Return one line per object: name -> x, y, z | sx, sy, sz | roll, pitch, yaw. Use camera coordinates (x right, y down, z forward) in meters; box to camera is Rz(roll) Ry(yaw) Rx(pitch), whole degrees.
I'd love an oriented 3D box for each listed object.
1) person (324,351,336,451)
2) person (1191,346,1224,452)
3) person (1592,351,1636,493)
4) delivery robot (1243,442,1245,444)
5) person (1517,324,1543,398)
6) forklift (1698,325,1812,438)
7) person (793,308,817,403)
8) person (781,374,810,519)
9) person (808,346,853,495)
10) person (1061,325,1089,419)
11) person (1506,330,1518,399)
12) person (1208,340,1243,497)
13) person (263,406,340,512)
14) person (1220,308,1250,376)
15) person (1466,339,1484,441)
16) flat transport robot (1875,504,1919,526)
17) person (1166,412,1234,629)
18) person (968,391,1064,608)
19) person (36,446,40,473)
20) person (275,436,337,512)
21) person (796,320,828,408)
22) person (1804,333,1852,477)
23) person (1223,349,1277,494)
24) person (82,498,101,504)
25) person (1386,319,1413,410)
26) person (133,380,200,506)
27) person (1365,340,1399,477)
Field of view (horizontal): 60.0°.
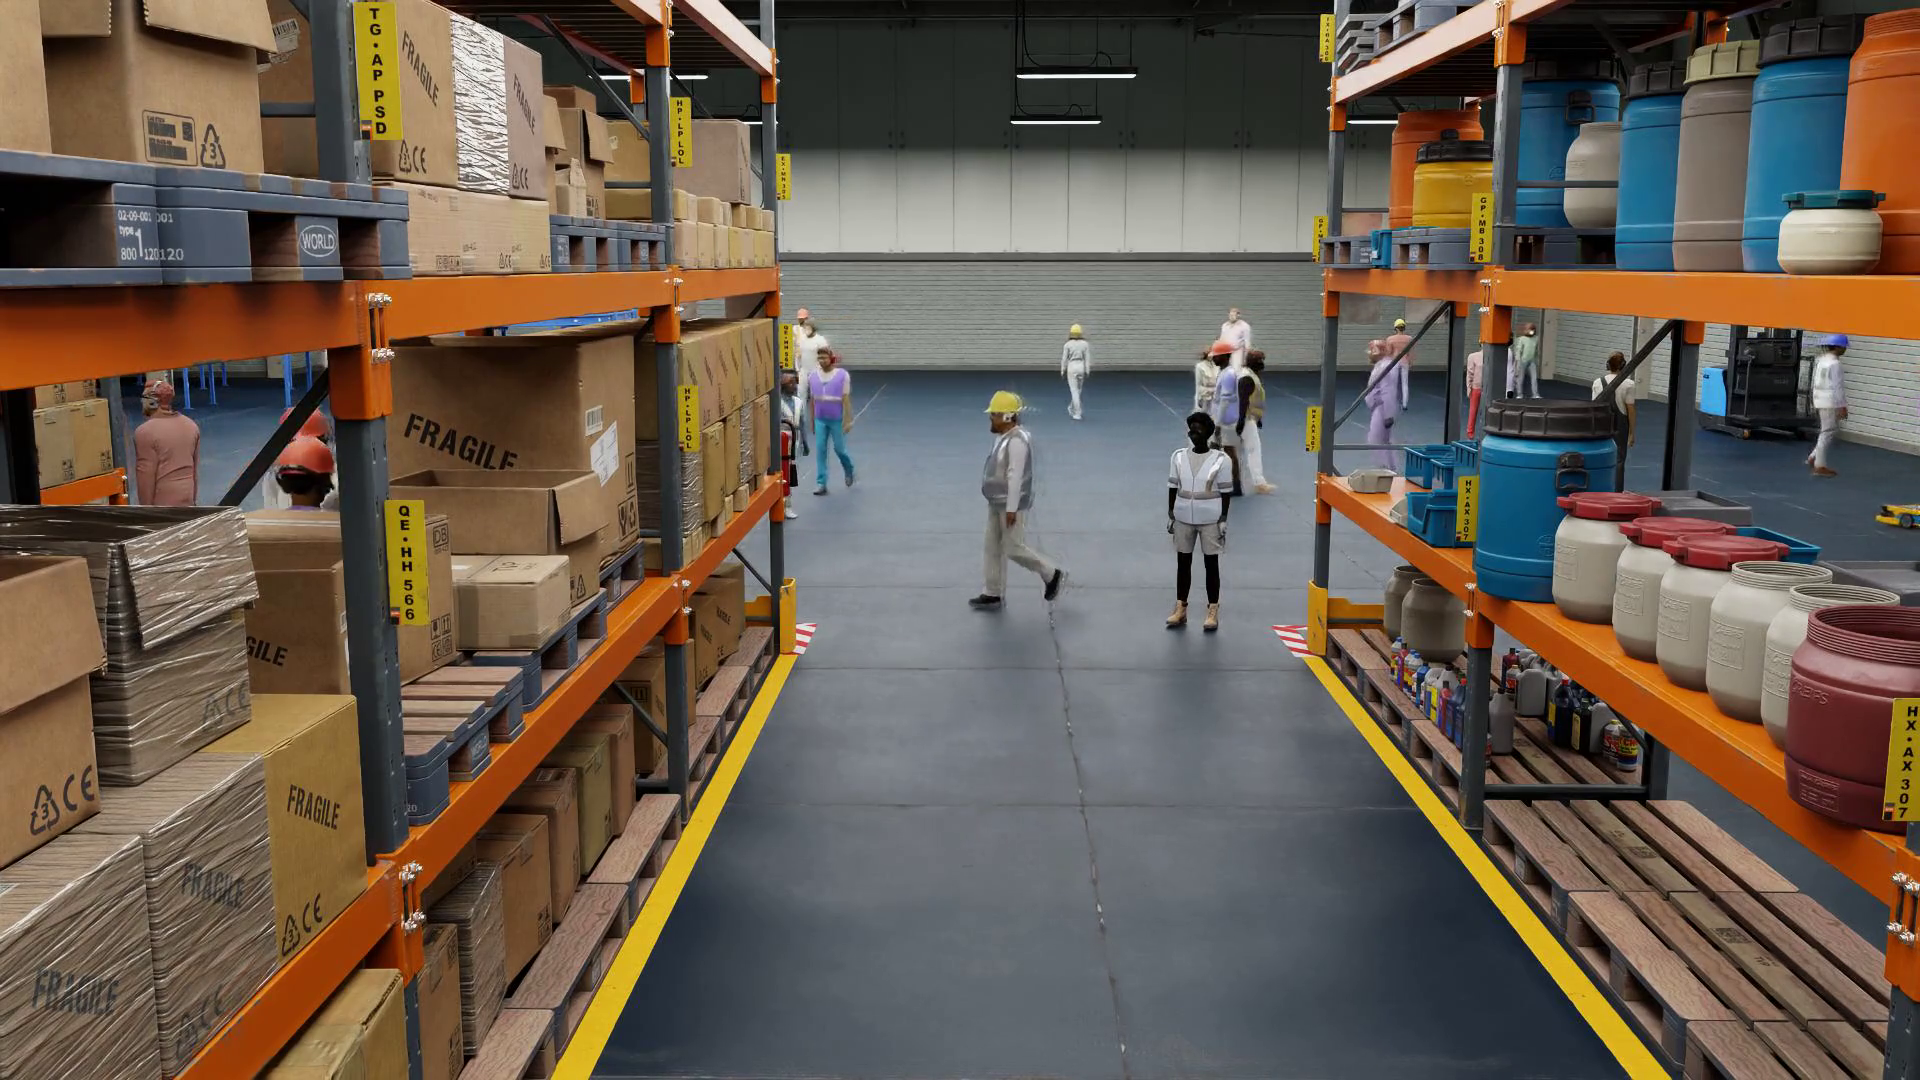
person -> -9.360, -2.295, 25.390 | 0.566, 1.831, 0.879 | 2, 10, 9
person -> 3.768, -2.091, 24.880 | 0.540, 1.601, 0.830 | -6, 11, -33
person -> 7.494, -1.244, 19.082 | 0.506, 1.847, 0.345 | 9, 13, 44
delivery robot -> 4.233, -1.726, 25.671 | 0.477, 0.478, 0.707 | -1, 10, -7
person -> 11.644, -3.612, 33.978 | 0.530, 1.592, 0.820 | -1, 10, -8
forklift -> 13.248, -3.165, 27.620 | 1.129, 2.768, 1.873 | 0, 9, 1
person -> -3.200, -3.762, 33.939 | 0.551, 1.916, 0.435 | 1, 9, 3
person -> -1.875, -1.034, 18.492 | 0.528, 1.619, 0.540 | 7, 12, 36
person -> -1.599, -1.501, 20.659 | 0.582, 1.826, 0.706 | 3, 10, 19
person -> 2.094, -3.107, 30.649 | 0.508, 1.693, 0.874 | -3, 10, -18
person -> 8.359, -2.332, 25.615 | 0.429, 1.844, 0.624 | -2, 10, -10
person -> 3.149, -1.477, 20.291 | 0.644, 1.926, 0.567 | 0, 9, 3
person -> -3.804, 0.227, 9.721 | 0.618, 2.026, 0.422 | 3, 10, 18
person -> 5.813, -3.971, 35.294 | 0.679, 1.888, 0.463 | 8, 12, 39
person -> 8.185, -2.364, 26.021 | 0.525, 1.772, 0.308 | 0, 9, 1
flat transport robot -> 10.607, -0.210, 17.720 | 0.652, 0.197, 1.431 | -3, 10, -18
person -> 1.864, -0.157, 13.014 | 0.535, 1.697, 0.318 | 5, 11, 26
person -> 0.459, -0.330, 13.727 | 0.707, 1.804, 0.588 | -3, 10, -16
person -> -5.380, 0.369, 9.356 | 0.368, 1.884, 0.769 | -1, 10, -5
person -> -3.134, 0.491, 8.210 | 0.637, 2.002, 0.946 | 0, 9, 2
person -> -2.602, -2.822, 28.466 | 0.691, 1.866, 1.021 | 5, 11, 28
person -> 11.621, -1.808, 22.202 | 0.439, 1.927, 0.615 | 3, 10, 15
person -> 3.578, -1.495, 20.825 | 0.802, 1.794, 0.647 | 2, 10, 12
person -> -7.564, -0.491, 14.192 | 0.785, 1.964, 0.654 | -1, 9, -4
person -> 8.513, -3.402, 32.256 | 0.522, 1.765, 0.317 | 0, 9, -2
person -> -6.403, -0.328, 13.400 | 0.407, 1.913, 0.641 | 2, 10, 13
person -> 5.419, -1.614, 21.258 | 0.503, 1.867, 0.659 | 2, 10, 14
